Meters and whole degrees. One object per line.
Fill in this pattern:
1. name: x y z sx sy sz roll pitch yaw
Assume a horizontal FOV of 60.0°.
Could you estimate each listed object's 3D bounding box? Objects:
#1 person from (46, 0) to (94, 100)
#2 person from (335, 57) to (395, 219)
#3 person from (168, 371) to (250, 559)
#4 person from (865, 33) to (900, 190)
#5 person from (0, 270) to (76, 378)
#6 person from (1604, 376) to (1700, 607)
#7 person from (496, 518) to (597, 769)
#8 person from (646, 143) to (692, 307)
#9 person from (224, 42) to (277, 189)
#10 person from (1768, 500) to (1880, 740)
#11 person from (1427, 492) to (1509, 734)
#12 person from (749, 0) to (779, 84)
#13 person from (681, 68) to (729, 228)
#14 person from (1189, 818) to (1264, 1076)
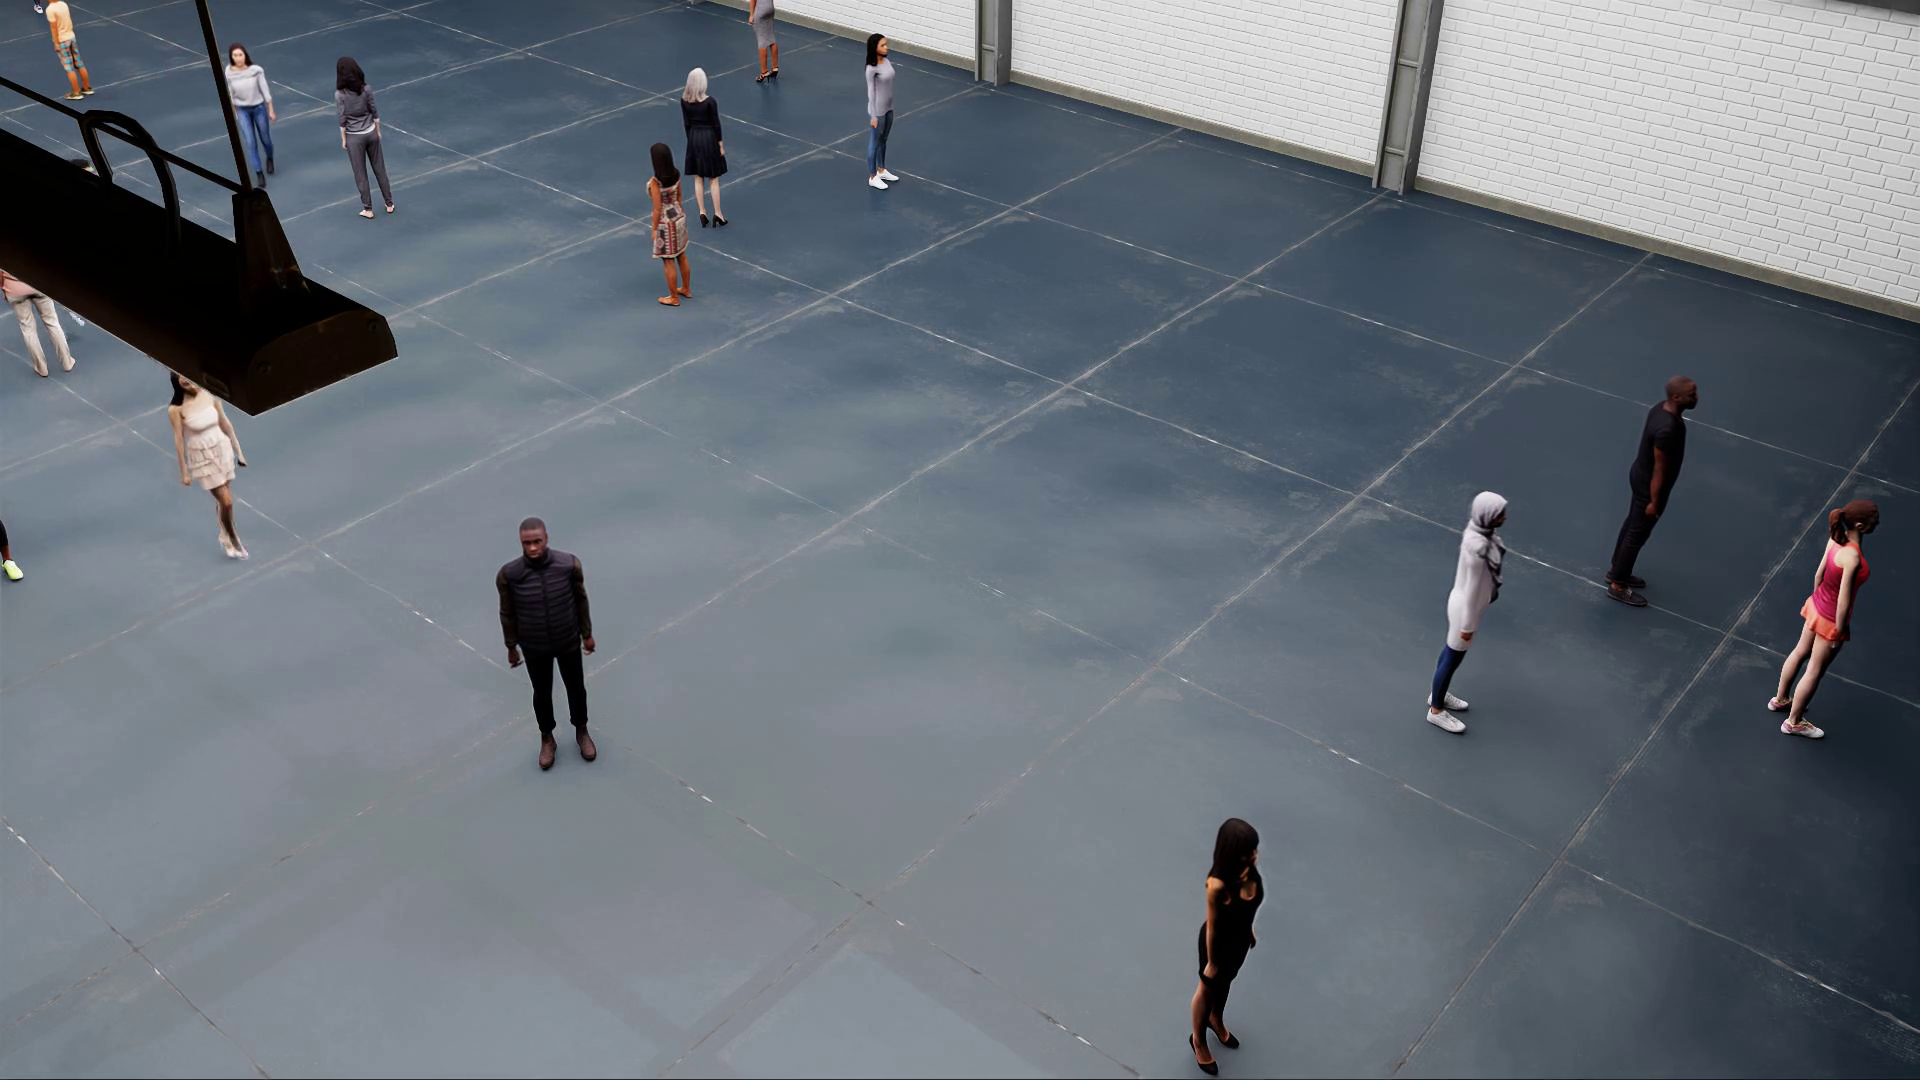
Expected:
1. person: -11.633 -6.496 21.624 0.613 1.460 0.592 6 34 8
2. person: -6.550 -4.411 18.213 0.640 1.764 0.576 -24 40 -31
3. person: -5.707 -0.614 12.545 0.637 1.716 0.634 20 38 27
4. person: -0.925 -4.914 18.995 0.607 1.736 0.656 15 36 21
5. person: -8.474 -2.306 15.082 0.665 1.725 0.635 -18 38 -25
6. person: 5.027 -0.384 12.106 0.686 1.819 0.733 12 35 17
7. person: -2.592 0.638 10.553 0.780 1.835 0.771 -10 35 -15
8. person: -2.870 -3.117 16.374 0.596 1.645 0.691 17 37 23
9. person: -8.131 -4.922 19.121 0.884 1.611 1.014 -11 35 -16
10. person: 5.658 0.490 10.848 0.717 1.754 0.671 2 34 3
11. person: 3.316 0.447 10.894 0.639 1.775 0.676 13 36 19
12. person: -2.609 -6.993 22.082 0.501 1.781 0.579 24 41 32
13. person: -2.758 -4.234 17.962 0.638 1.747 0.744 8 34 12
14. person: 1.359 2.066 8.571 0.465 1.650 0.549 26 41 33
